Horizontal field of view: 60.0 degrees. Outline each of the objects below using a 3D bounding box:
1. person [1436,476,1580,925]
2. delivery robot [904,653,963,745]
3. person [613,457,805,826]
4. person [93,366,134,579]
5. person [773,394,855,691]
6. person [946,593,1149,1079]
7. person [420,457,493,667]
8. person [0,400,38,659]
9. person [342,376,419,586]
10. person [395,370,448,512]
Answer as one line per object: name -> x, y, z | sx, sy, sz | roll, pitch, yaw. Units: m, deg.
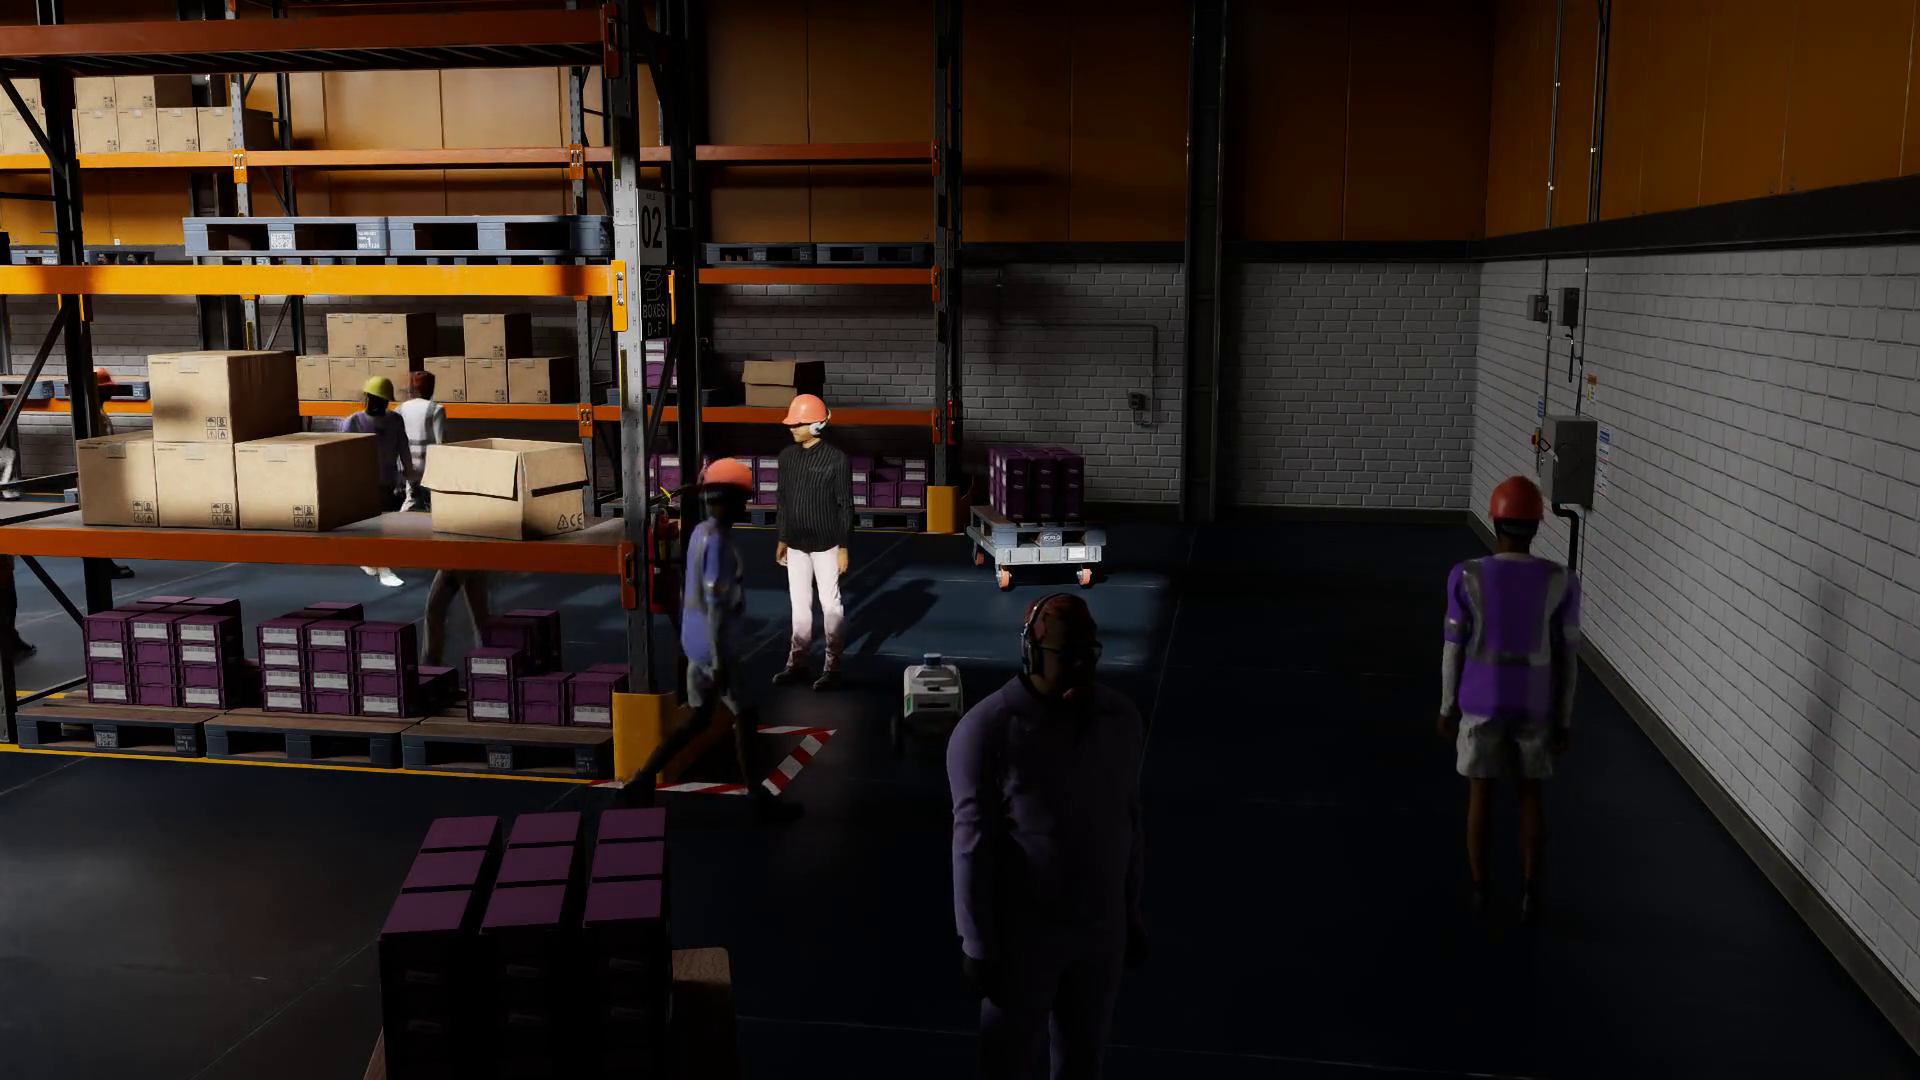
person -> 2.350, 0.687, 7.164 | 0.551, 1.937, 0.375 | 2, 9, 11
delivery robot -> -0.159, 0.909, 9.751 | 0.477, 0.478, 0.707 | 0, 9, -2
person -> -1.291, 0.533, 8.321 | 0.916, 1.883, 0.628 | -3, 10, -16
person -> -7.823, -0.613, 15.194 | 0.354, 1.942, 0.545 | -6, 11, -31
person -> -0.992, 0.014, 11.152 | 0.612, 1.990, 0.392 | 6, 11, 33
person -> 0.280, 1.091, 4.733 | 0.643, 1.909, 0.410 | -6, 11, -32
person -> -3.453, 0.198, 11.211 | 0.727, 1.610, 0.517 | 2, 9, 13
person -> -7.026, -0.063, 11.871 | 0.692, 1.924, 0.410 | -5, 10, -29
person -> -5.304, -0.552, 15.051 | 0.909, 1.878, 0.586 | 6, 11, 34
person -> -5.294, -0.739, 16.287 | 0.580, 1.845, 0.958 | 3, 10, 16
